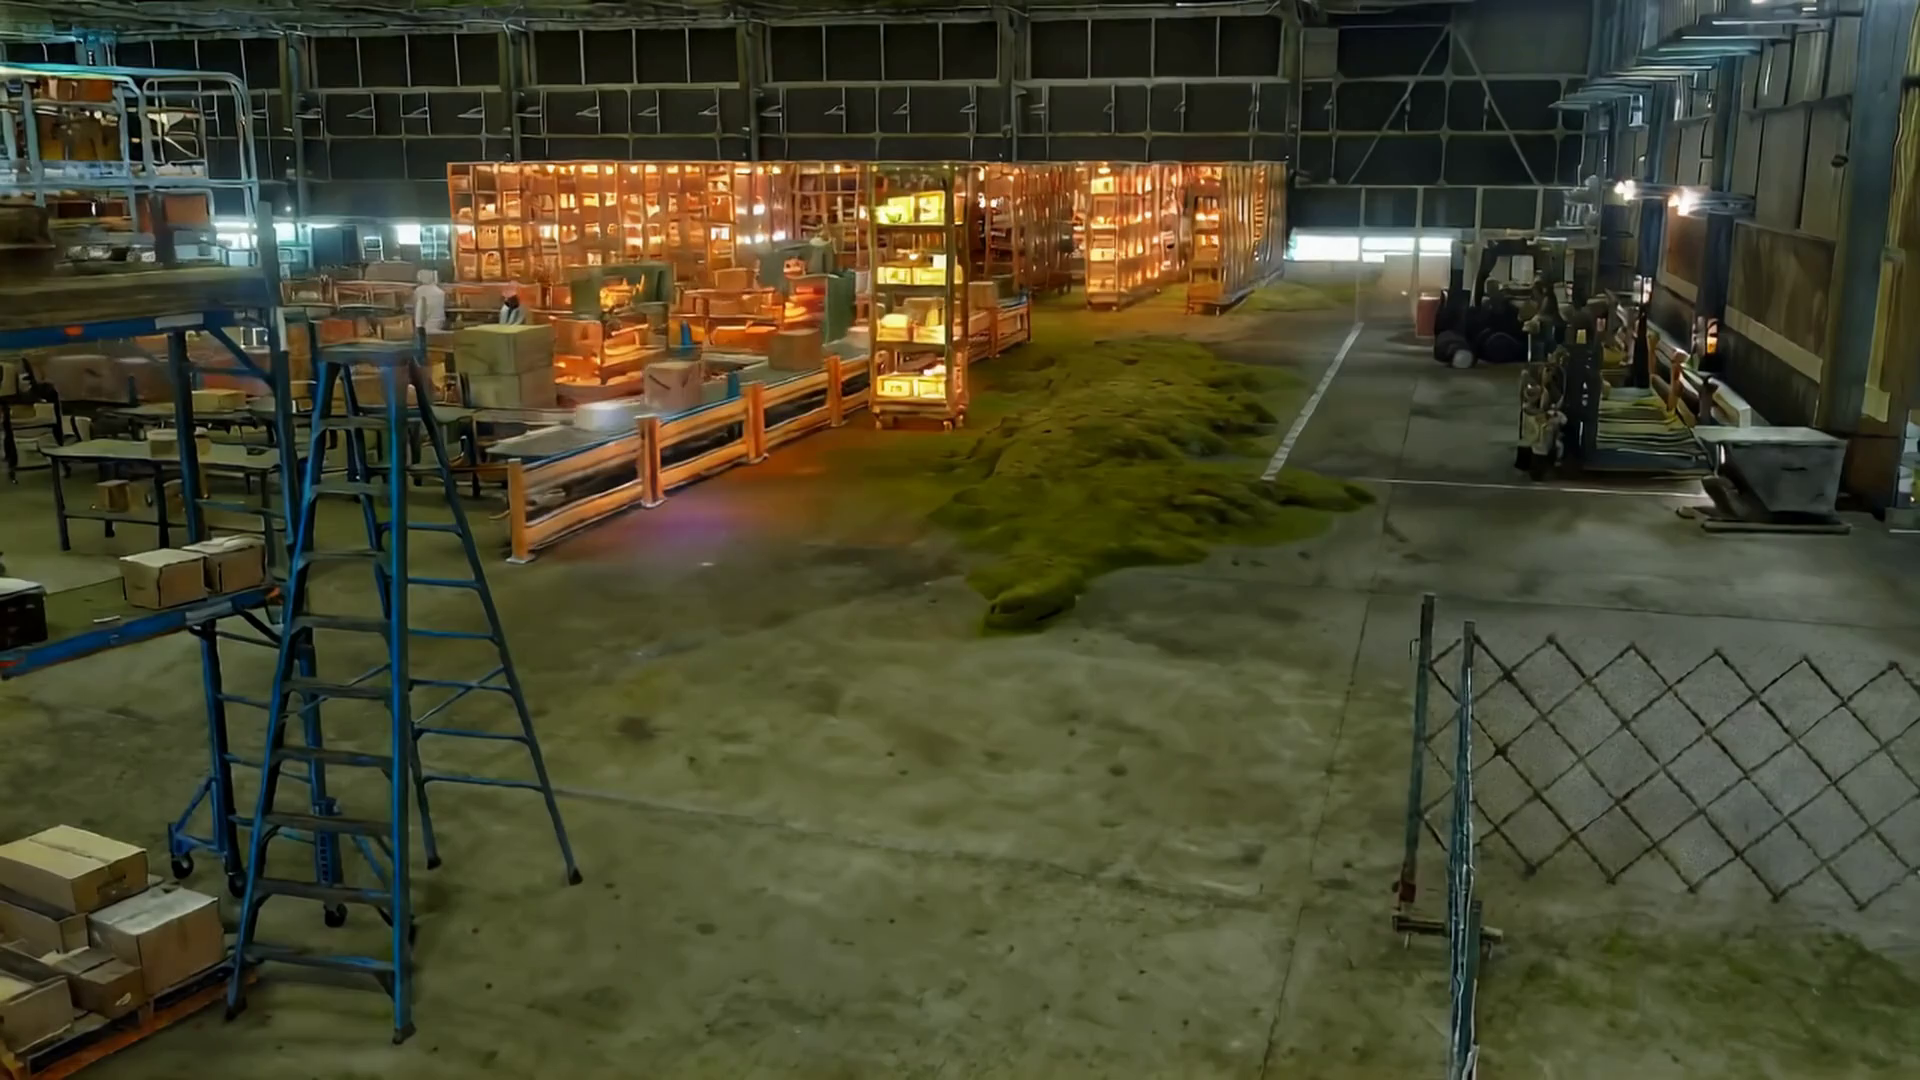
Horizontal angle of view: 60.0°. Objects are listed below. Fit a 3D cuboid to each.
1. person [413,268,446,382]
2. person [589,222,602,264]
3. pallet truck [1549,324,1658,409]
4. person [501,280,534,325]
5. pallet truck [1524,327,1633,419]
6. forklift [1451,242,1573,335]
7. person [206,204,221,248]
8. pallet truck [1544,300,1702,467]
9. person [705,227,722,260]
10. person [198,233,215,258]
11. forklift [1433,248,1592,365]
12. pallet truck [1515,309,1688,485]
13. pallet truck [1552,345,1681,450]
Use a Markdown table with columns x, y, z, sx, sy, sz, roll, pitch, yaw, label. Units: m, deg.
| x | y | z | sx | sy | sz | roll | pitch | yaw | label |
| --- | --- | --- | --- | --- | --- | --- | --- | --- | --- |
| -8.954 | -3.612 | 28.012 | 0.400 | 1.905 | 0.643 | 6 | 14 | 26 | person |
| -11.863 | -9.677 | 54.433 | 0.587 | 1.806 | 0.791 | 1 | 13 | 6 | person |
| 9.824 | -2.669 | 25.407 | 1.601 | 1.201 | 0.680 | 4 | 14 | 16 | pallet truck |
| -6.262 | -2.640 | 23.501 | 0.608 | 2.045 | 0.391 | 9 | 16 | 35 | person |
| 9.065 | -2.460 | 24.370 | 1.522 | 1.261 | 0.704 | 3 | 13 | 14 | pallet truck |
| 10.464 | -4.597 | 31.405 | 2.680 | 1.987 | 1.157 | 4 | 14 | 16 | forklift |
| -28.823 | -11.957 | 64.002 | 0.661 | 1.926 | 0.621 | 3 | 13 | 13 | person |
| 8.263 | -1.952 | 20.631 | 1.885 | 1.965 | 0.823 | 5 | 14 | 20 | pallet truck |
| -7.377 | -8.754 | 50.015 | 0.622 | 1.994 | 0.382 | 0 | 13 | 1 | person |
| -19.979 | -7.258 | 44.069 | 0.523 | 1.753 | 0.530 | 6 | 14 | 25 | person |
| 9.780 | -4.111 | 29.280 | 2.680 | 1.987 | 1.157 | 3 | 13 | 14 | forklift |
| 7.554 | -1.677 | 19.446 | 1.885 | 1.965 | 0.823 | 3 | 13 | 14 | pallet truck |
| 8.641 | -1.896 | 21.908 | 1.630 | 1.274 | 0.653 | 4 | 14 | 16 | pallet truck |
